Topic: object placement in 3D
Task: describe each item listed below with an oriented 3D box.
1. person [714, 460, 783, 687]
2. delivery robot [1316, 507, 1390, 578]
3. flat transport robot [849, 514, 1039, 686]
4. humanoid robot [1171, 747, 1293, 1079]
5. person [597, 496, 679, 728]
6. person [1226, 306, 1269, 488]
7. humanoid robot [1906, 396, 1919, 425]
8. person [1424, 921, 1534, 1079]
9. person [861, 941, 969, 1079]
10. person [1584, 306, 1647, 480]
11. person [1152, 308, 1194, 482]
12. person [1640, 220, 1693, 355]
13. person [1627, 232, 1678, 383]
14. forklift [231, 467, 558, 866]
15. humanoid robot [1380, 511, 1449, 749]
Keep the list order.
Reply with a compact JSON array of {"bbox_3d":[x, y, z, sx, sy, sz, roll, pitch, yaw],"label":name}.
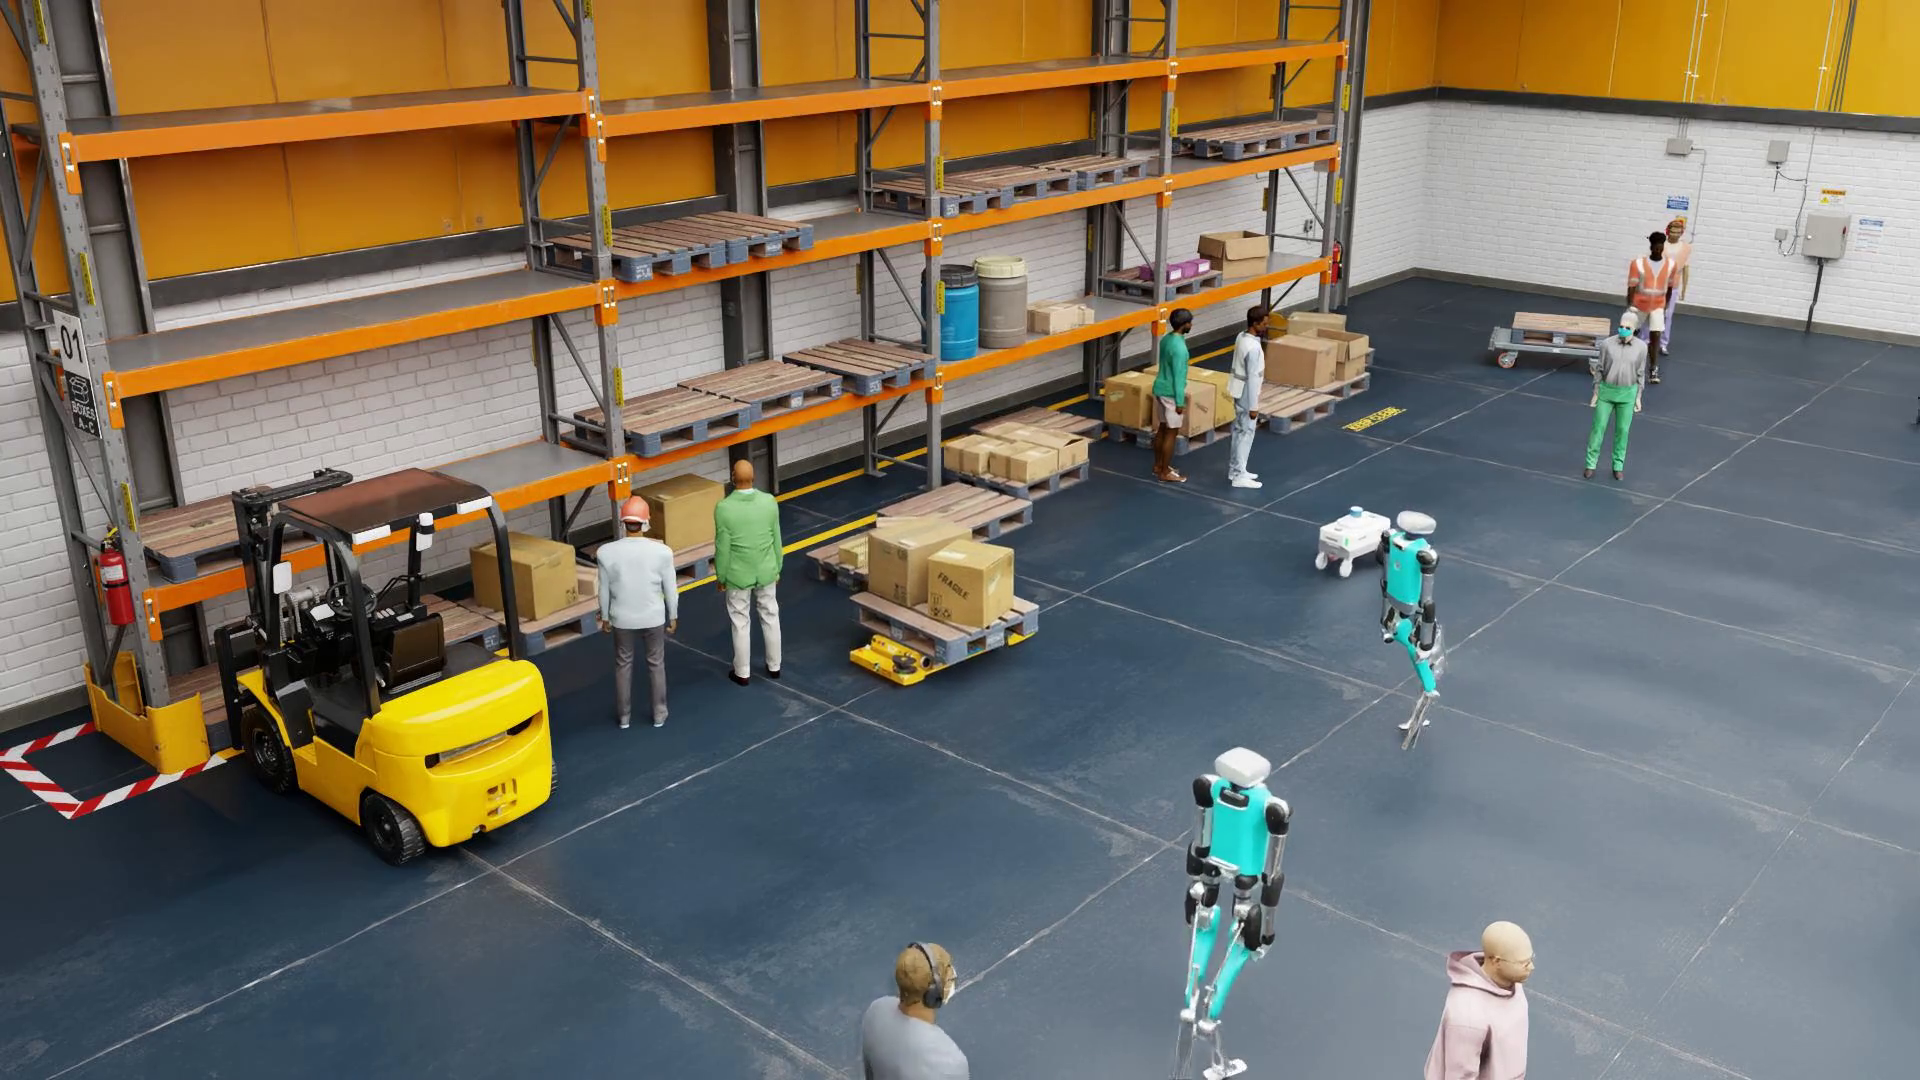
[{"bbox_3d":[-1.611,0.252,12.684,0.538,1.783,0.386,-9,22,-24],"label":"person"},{"bbox_3d":[3.602,-0.018,15.160,0.757,0.575,0.499,-17,26,-39],"label":"delivery robot"},{"bbox_3d":[-0.136,0.795,13.398,1.431,0.231,0.659,-18,27,-40],"label":"flat transport robot"},{"bbox_3d":[1.196,1.981,8.168,0.535,1.849,0.826,17,26,39],"label":"humanoid robot"},{"bbox_3d":[-2.314,0.525,12.008,0.572,1.737,0.350,-3,20,-7],"label":"person"},{"bbox_3d":[2.971,-1.481,17.205,0.408,1.908,0.595,-1,20,-3],"label":"person"},{"bbox_3d":[11.352,-2.062,19.125,0.604,1.639,0.596,-11,23,-27],"label":"humanoid robot"},{"bbox_3d":[2.142,2.359,6.991,0.408,1.776,0.526,16,25,36],"label":"person"},{"bbox_3d":[-0.223,2.457,6.547,0.905,1.904,0.642,-10,23,-26],"label":"person"},{"bbox_3d":[6.892,-1.541,17.443,0.511,1.851,0.340,6,21,16],"label":"person"},{"bbox_3d":[2.203,-1.510,17.384,0.406,1.840,0.489,-5,21,-12],"label":"person"},{"bbox_3d":[9.579,-3.431,22.595,0.561,1.832,0.417,5,21,14],"label":"person"},{"bbox_3d":[8.851,-3.025,21.390,0.598,1.900,1.045,3,20,8],"label":"person"},{"bbox_3d":[-3.730,0.710,10.856,2.313,2.155,1.214,17,26,38],"label":"forklift"},{"bbox_3d":[3.316,0.647,11.765,0.746,1.836,0.541,-9,22,-22],"label":"humanoid robot"}]
